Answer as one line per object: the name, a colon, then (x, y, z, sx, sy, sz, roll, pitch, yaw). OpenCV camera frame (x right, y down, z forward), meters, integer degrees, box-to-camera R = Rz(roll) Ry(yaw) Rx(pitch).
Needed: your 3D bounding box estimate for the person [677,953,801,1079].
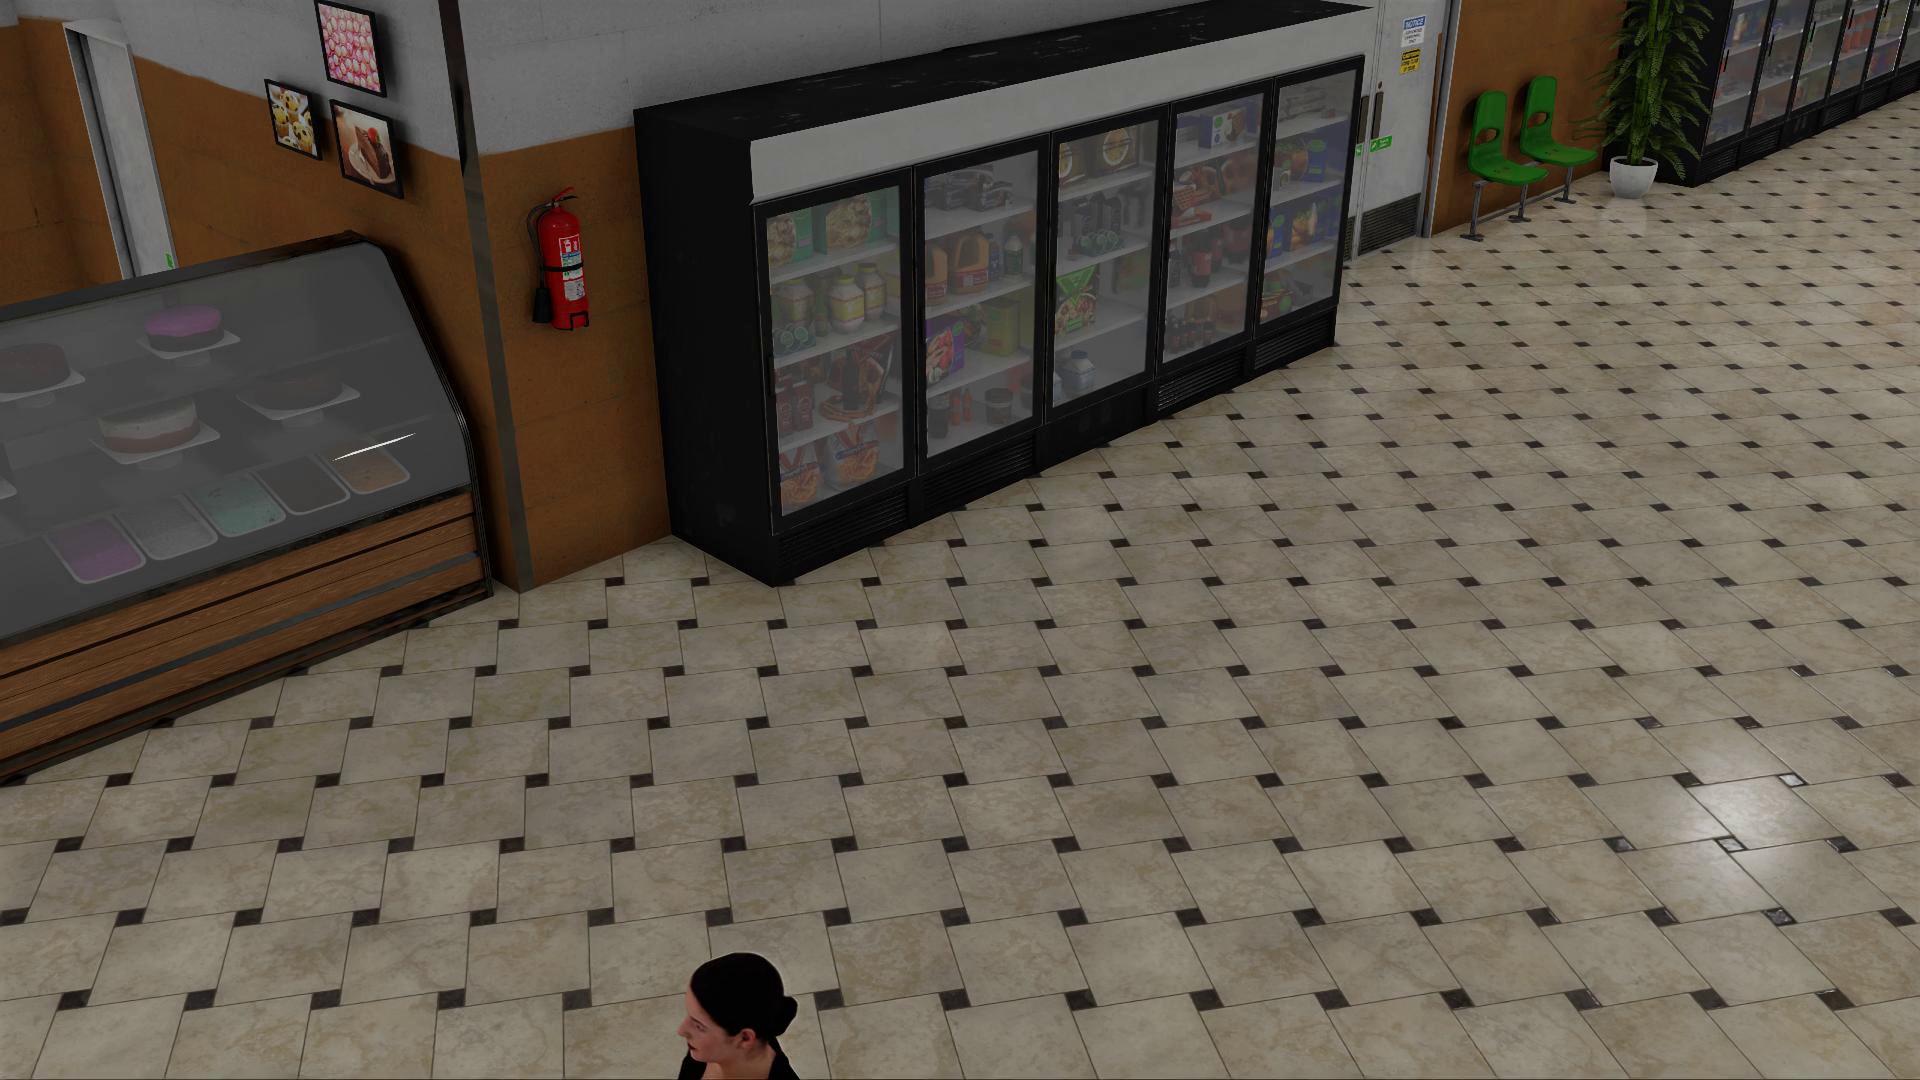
person: (-0.455, 1.648, 3.833, 0.784, 1.760, 0.625, -16, 31, -28)
